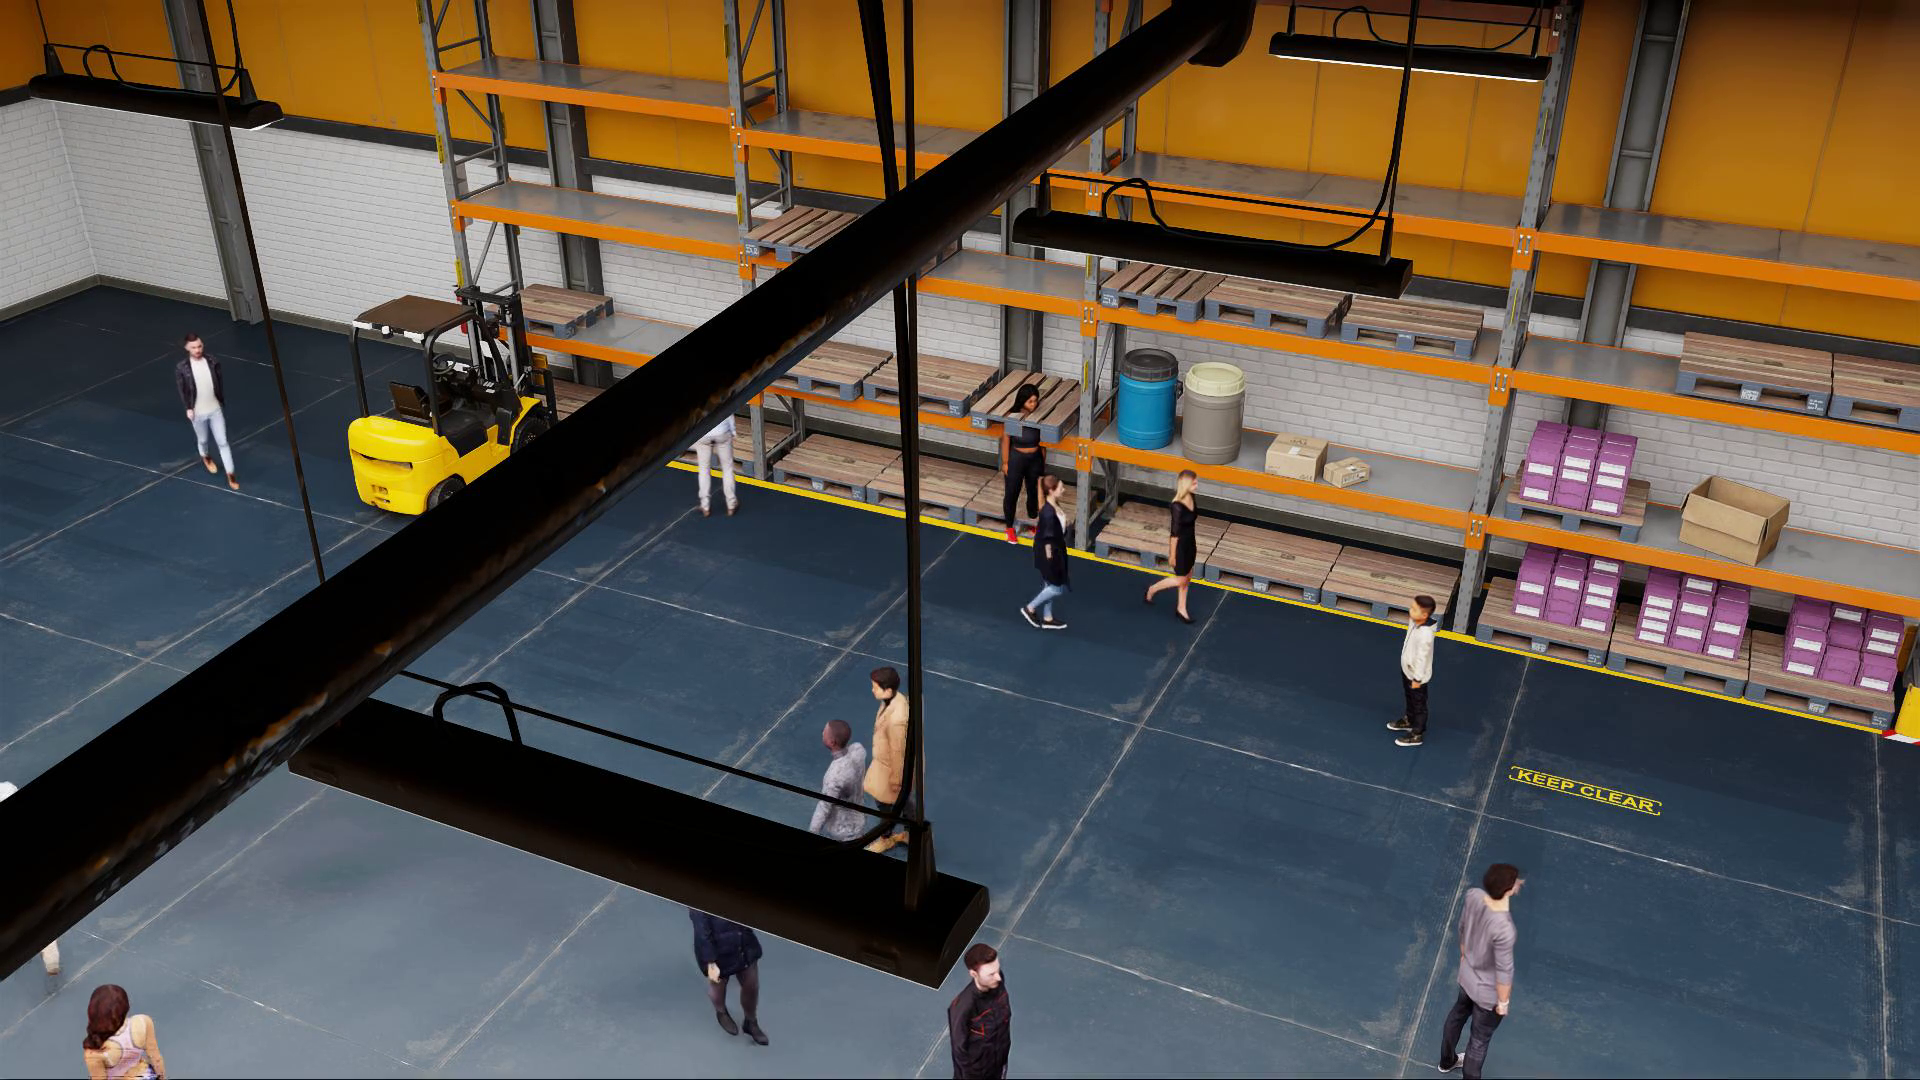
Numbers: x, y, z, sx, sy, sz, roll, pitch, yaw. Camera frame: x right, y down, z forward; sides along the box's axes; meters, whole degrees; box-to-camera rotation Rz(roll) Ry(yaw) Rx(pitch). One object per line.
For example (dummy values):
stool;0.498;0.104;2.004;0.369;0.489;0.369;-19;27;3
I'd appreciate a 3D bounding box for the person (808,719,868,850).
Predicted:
person;-0.742;2.151;12.239;1.253;1.794;0.936;4;29;7

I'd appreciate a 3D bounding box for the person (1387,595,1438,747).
person;3.994;1.114;14.498;0.647;1.452;0.646;-2;29;-3

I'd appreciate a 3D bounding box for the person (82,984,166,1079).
person;-4.919;3.407;9.985;1.063;1.748;0.584;14;32;25

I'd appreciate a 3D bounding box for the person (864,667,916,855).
person;-0.487;1.733;13.089;0.878;1.715;0.839;-1;29;-2

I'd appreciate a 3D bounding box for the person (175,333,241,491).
person;-8.616;-1.504;18.919;1.010;1.814;1.245;-20;34;-32

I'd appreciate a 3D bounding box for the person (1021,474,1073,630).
person;0.790;0.131;16.064;0.818;1.677;0.728;4;29;8

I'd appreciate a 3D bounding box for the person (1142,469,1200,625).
person;2.093;0.061;16.205;0.779;1.665;0.575;14;32;24

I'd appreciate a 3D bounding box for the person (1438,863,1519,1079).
person;3.418;2.859;10.877;0.778;1.856;0.740;-8;30;-14

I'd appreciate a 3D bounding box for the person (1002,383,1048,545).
person;0.680;-0.842;17.703;0.766;1.815;0.830;-9;30;-16

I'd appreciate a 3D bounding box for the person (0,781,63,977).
person;-6.794;2.342;11.866;1.042;1.817;1.294;-20;34;-31

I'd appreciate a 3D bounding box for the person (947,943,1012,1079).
person;0.129;3.217;10.157;0.618;1.915;0.709;17;33;28

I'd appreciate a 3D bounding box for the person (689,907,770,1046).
person;-1.648;2.710;11.354;0.817;1.660;0.875;-20;35;-32

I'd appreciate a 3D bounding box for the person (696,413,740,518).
person;-2.696;-1.160;18.211;0.655;1.887;0.783;-1;29;-3
